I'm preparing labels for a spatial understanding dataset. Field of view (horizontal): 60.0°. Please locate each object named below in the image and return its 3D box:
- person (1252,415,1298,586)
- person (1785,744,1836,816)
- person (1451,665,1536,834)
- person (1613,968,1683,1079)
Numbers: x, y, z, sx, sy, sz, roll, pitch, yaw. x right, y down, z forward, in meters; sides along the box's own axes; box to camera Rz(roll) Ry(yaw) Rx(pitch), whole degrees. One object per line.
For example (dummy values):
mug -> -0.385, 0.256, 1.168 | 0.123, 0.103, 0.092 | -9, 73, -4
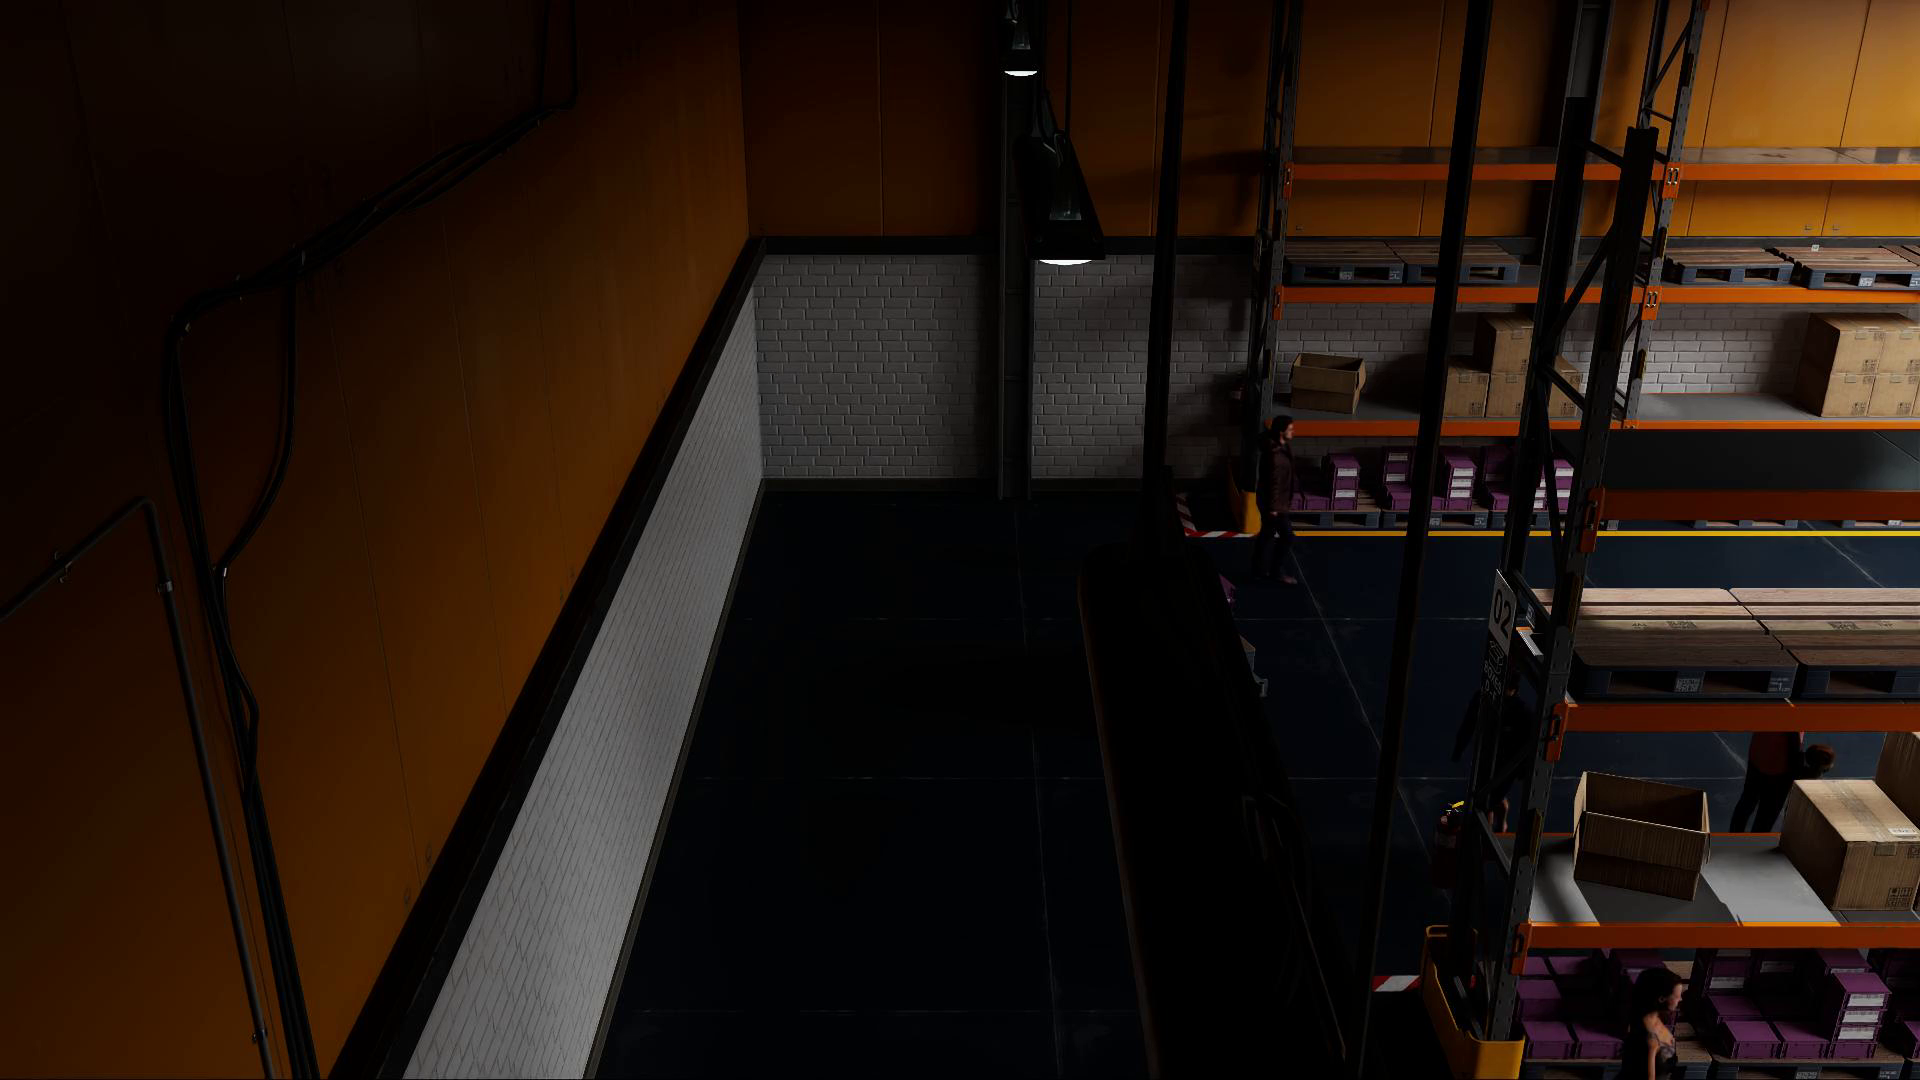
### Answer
person -> 3.151, -0.414, 17.132 | 0.821, 1.834, 0.823 | 4, 24, 9
person -> 6.098, 2.069, 12.141 | 0.937, 1.282, 0.618 | 3, 24, 8
person -> 4.129, 1.673, 12.605 | 1.144, 1.636, 1.027 | -15, 28, -30
person -> 3.606, 3.110, 9.185 | 1.179, 1.742, 0.906 | 10, 26, 22
